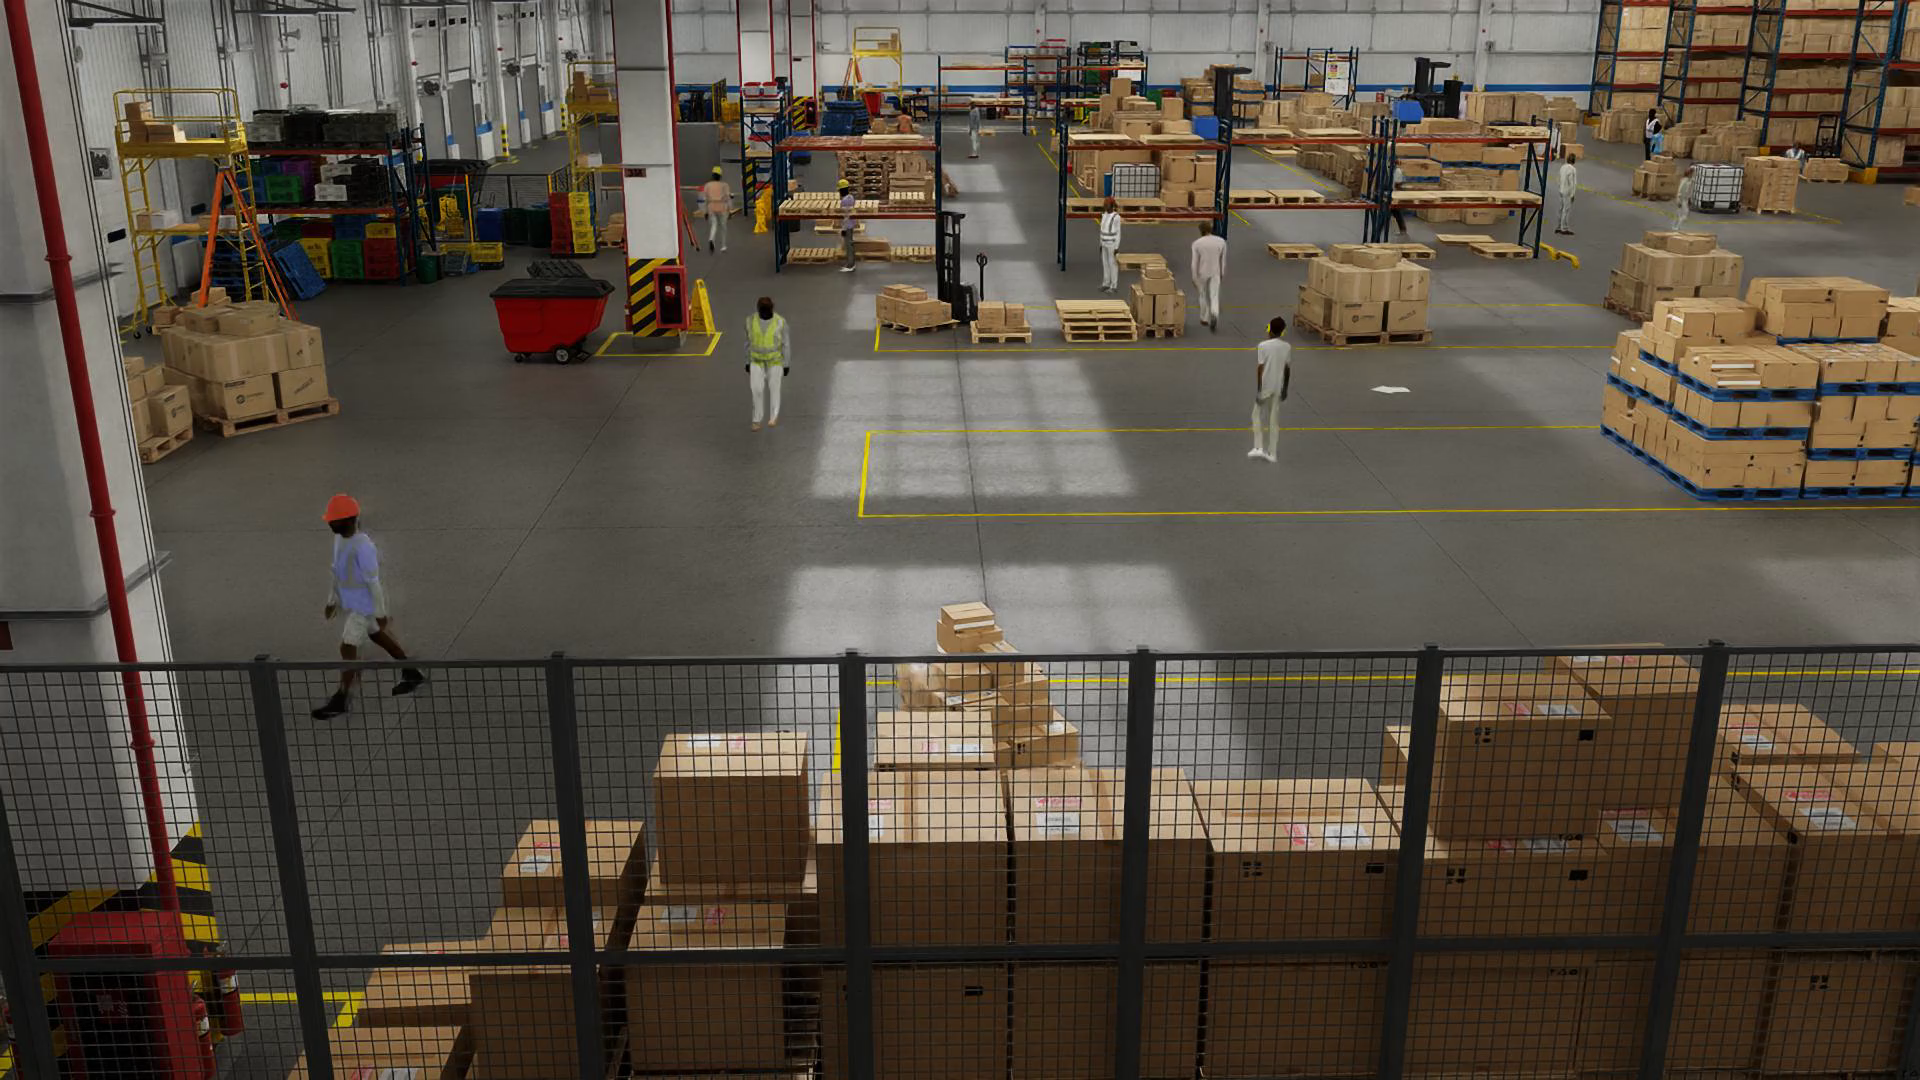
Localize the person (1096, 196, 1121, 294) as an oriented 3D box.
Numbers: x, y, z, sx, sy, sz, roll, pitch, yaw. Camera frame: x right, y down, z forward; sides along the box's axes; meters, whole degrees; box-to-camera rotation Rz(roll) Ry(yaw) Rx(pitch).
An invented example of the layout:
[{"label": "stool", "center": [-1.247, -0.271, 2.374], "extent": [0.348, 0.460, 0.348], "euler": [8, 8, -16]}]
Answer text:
[{"label": "person", "center": [2.920, -5.762, 32.499], "extent": [0.339, 1.882, 0.581], "euler": [-10, 21, -27]}]

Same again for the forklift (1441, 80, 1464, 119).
[{"label": "forklift", "center": [15.644, -13.239, 53.146], "extent": [1.873, 2.768, 1.129], "euler": [-1, 19, -1]}]

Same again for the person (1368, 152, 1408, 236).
[{"label": "person", "center": [10.337, -8.293, 39.767], "extent": [1.031, 2.000, 0.698], "euler": [1, 19, 3]}]

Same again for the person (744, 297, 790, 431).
[{"label": "person", "center": [-2.638, -2.373, 22.543], "extent": [0.661, 1.815, 0.781], "euler": [2, 19, 6]}]

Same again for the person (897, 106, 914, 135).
[{"label": "person", "center": [-1.877, -14.301, 58.156], "extent": [0.541, 1.676, 0.647], "euler": [8, 20, 21]}]

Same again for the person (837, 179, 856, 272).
[{"label": "person", "center": [-2.389, -6.600, 34.936], "extent": [0.381, 1.917, 0.586], "euler": [2, 19, 6]}]

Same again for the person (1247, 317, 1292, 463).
[{"label": "person", "center": [3.985, -1.910, 21.160], "extent": [0.523, 1.824, 0.525], "euler": [-5, 19, -15]}]

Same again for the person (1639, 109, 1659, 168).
[{"label": "person", "center": [22.448, -13.032, 54.031], "extent": [0.391, 1.912, 0.589], "euler": [-3, 19, -8]}]

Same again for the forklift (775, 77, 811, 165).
[{"label": "forklift", "center": [-5.920, -13.893, 55.085], "extent": [1.873, 2.768, 1.129], "euler": [-1, 19, -1]}]

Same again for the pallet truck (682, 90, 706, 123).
[{"label": "pallet truck", "center": [-9.671, -15.907, 62.421], "extent": [0.823, 1.965, 1.885], "euler": [5, 19, 15]}]

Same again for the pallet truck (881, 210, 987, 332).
[{"label": "pallet truck", "center": [-0.493, -4.759, 29.349], "extent": [1.885, 1.965, 0.823], "euler": [-13, 23, -34]}]

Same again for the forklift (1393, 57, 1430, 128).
[{"label": "forklift", "center": [19.009, -18.498, 68.747], "extent": [1.873, 2.768, 1.129], "euler": [-1, 19, -1]}]

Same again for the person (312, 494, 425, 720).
[{"label": "person", "center": [-5.010, 0.503, 13.925], "extent": [1.007, 1.893, 0.552], "euler": [-14, 23, -36]}]

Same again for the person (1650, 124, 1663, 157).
[{"label": "person", "center": [21.305, -11.884, 50.943], "extent": [0.536, 1.699, 0.322], "euler": [-17, 25, -40]}]

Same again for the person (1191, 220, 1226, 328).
[{"label": "person", "center": [4.360, -4.639, 29.150], "extent": [0.640, 1.896, 0.782], "euler": [-1, 19, -2]}]

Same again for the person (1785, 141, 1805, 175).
[{"label": "person", "center": [23.460, -10.452, 46.863], "extent": [0.523, 1.593, 0.859], "euler": [5, 19, 14]}]

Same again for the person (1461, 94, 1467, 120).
[{"label": "person", "center": [18.821, -15.666, 61.866], "extent": [0.772, 1.885, 0.560], "euler": [-15, 24, -38]}]

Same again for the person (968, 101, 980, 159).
[{"label": "person", "center": [0.476, -14.077, 57.103], "extent": [0.376, 1.935, 0.628], "euler": [8, 20, 22]}]

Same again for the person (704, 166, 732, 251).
[{"label": "person", "center": [-5.472, -7.450, 37.488], "extent": [0.594, 1.903, 0.582], "euler": [2, 19, 6]}]

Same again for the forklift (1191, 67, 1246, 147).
[{"label": "forklift", "center": [9.517, -15.894, 61.023], "extent": [1.873, 2.768, 1.129], "euler": [-1, 19, -2]}]

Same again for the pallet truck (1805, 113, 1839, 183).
[{"label": "pallet truck", "center": [26.403, -11.957, 50.702], "extent": [0.823, 1.965, 1.885], "euler": [6, 19, 16]}]

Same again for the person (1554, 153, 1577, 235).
[{"label": "person", "center": [14.617, -8.329, 40.032], "extent": [0.368, 1.940, 0.632], "euler": [-3, 19, -10]}]

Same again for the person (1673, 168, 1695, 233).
[{"label": "person", "center": [17.330, -8.082, 39.790], "extent": [0.400, 1.622, 0.511], "euler": [7, 20, 20]}]
